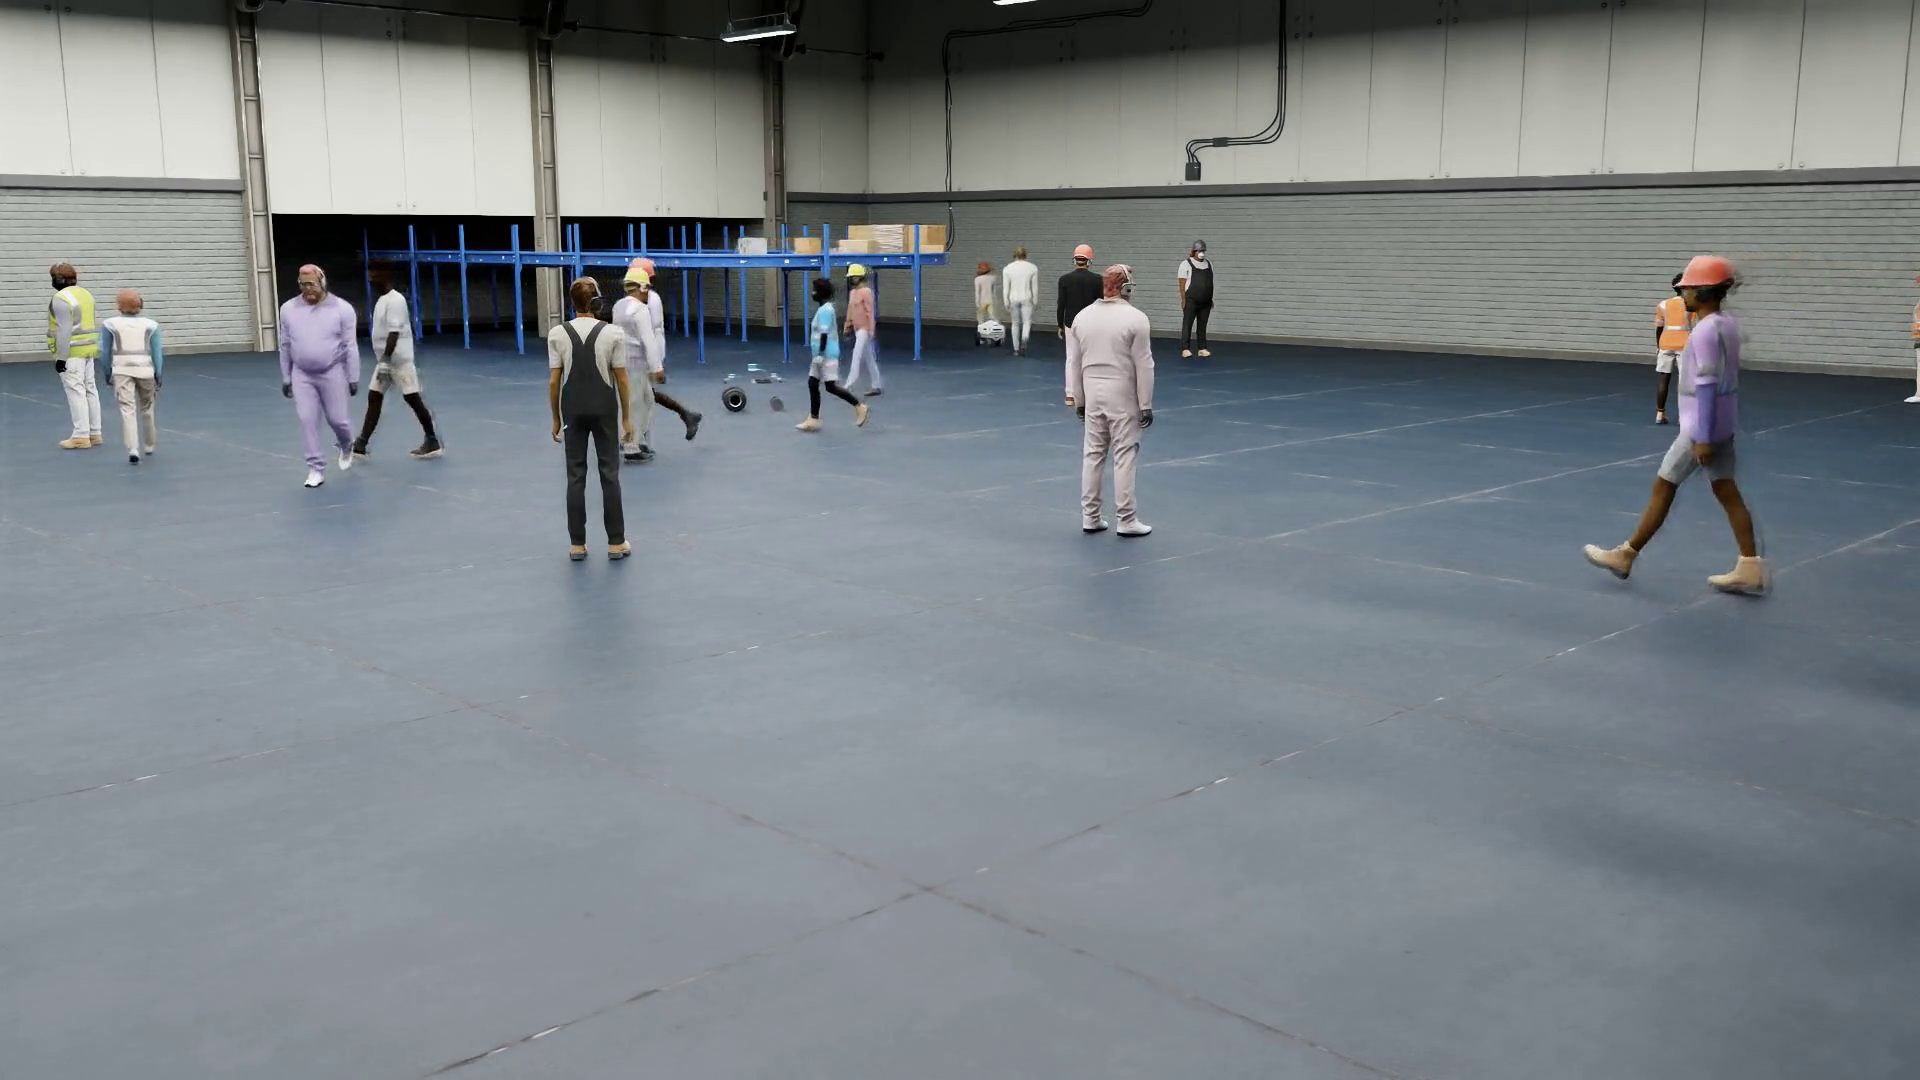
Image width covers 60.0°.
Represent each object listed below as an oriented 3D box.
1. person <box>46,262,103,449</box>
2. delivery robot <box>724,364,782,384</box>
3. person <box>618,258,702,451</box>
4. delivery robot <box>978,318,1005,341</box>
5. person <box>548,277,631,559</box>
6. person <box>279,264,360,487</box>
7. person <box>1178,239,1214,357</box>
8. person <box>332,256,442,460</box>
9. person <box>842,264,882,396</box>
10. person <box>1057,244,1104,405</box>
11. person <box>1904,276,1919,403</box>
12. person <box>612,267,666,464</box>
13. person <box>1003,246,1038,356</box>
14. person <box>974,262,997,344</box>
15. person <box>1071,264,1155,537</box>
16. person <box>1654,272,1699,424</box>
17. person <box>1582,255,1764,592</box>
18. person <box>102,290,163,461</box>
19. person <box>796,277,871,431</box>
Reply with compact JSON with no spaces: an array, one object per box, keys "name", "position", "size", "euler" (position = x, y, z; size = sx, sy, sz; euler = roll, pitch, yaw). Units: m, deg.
[{"name":"person","position":[-8.894,-1.851,16.669],"size":[0.429,1.839,0.634],"euler":[0,10,-2]},{"name":"delivery robot","position":[-2.538,-2.038,20.350],"size":[0.698,0.223,0.335],"euler":[-2,11,-10]},{"name":"person","position":[-3.002,-1.837,16.458],"size":[0.794,1.895,0.552],"euler":[-3,11,-15]},{"name":"delivery robot","position":[0.598,-4.020,31.862],"size":[0.477,0.478,0.707],"euler":[-4,11,-18]},{"name":"person","position":[-2.425,-0.797,10.917],"size":[0.516,1.840,0.328],"euler":[-1,10,-4]},{"name":"person","position":[-5.478,-1.425,14.280],"size":[0.651,1.874,0.703],"euler":[-1,10,-7]},{"name":"person","position":[4.185,-4.215,29.130],"size":[0.677,2.000,0.536],"euler":[-4,11,-23]},{"name":"person","position":[-5.403,-1.706,15.666],"size":[0.998,1.912,0.624],"euler":[-7,13,-34]},{"name":"person","position":[-1.377,-2.745,21.844],"size":[0.852,1.726,0.545],"euler":[-5,12,-27]},{"name":"person","position":[1.524,-2.688,20.812],"size":[0.623,1.992,0.396],"euler":[2,11,9]},{"name":"person","position":[12.203,-2.554,21.048],"size":[0.311,1.640,0.513],"euler":[8,13,37]},{"name":"person","position":[-2.972,-1.626,15.536],"size":[0.515,1.807,0.624],"euler":[-6,12,-29]},{"name":"person","position":[1.059,-4.201,29.244],"size":[0.633,1.925,0.659],"euler":[1,10,5]},{"name":"person","position":[0.539,-4.604,32.337],"size":[0.515,1.608,0.687],"euler":[-5,12,-26]},{"name":"person","position":[1.102,-0.988,11.781],"size":[0.652,1.906,0.402],"euler":[8,13,38]},{"name":"person","position":[8.067,-2.150,18.686],"size":[0.321,1.697,0.529],"euler":[-9,14,-41]},{"name":"person","position":[4.386,-0.699,9.986],"size":[1.068,1.980,0.629],"euler":[8,13,37]},{"name":"person","position":[-7.823,-1.564,15.755],"size":[0.511,1.600,0.852],"euler":[-6,12,-29]},{"name":"person","position":[-1.386,-2.013,18.019],"size":[0.736,1.666,0.526],"euler":[-2,11,-12]}]
